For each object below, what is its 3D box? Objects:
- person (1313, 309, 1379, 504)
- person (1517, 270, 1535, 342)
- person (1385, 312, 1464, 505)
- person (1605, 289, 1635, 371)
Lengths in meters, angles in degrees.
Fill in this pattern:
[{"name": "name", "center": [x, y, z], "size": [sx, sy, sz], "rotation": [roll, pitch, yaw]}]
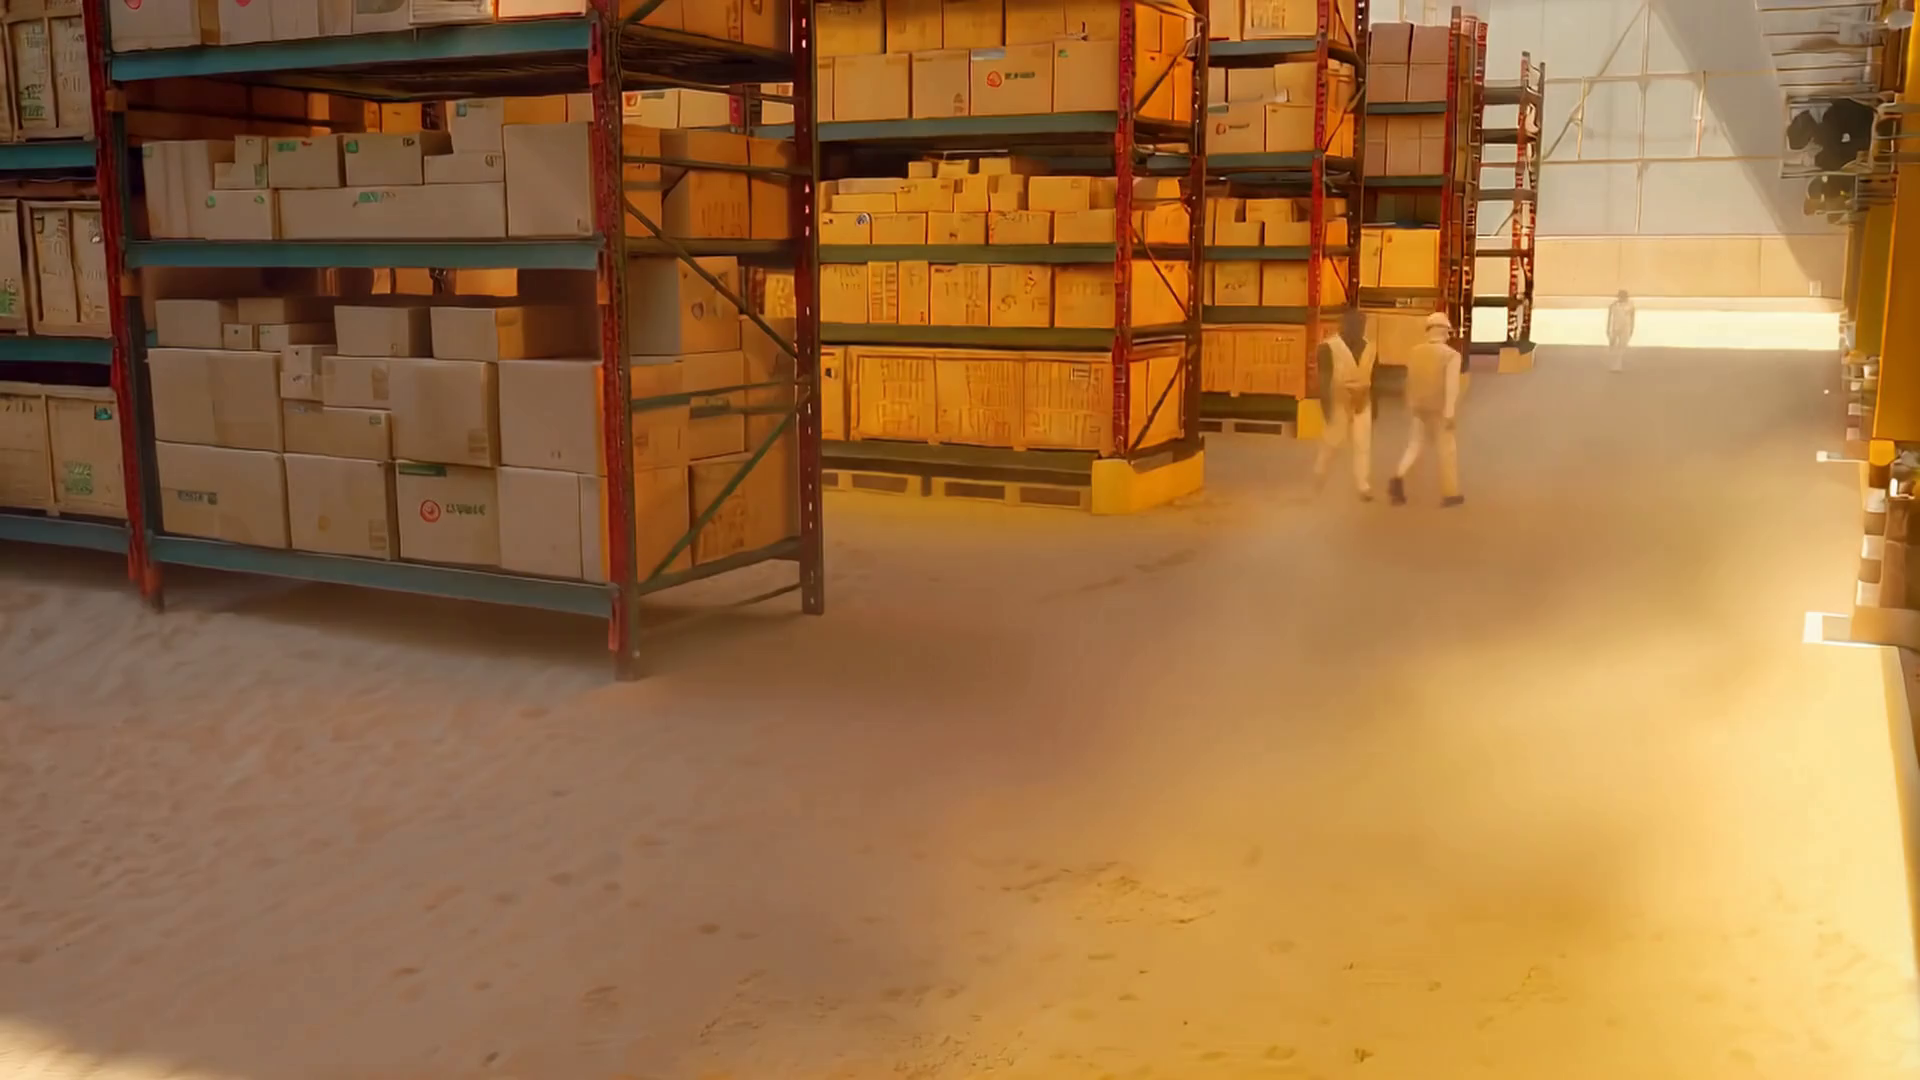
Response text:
[{"name": "person", "center": [3.632, -1.267, 15.672], "size": [0.666, 1.816, 0.717], "rotation": [-3, 10, -14]}, {"name": "person", "center": [12.620, -5.026, 37.055], "size": [0.349, 1.940, 0.551], "rotation": [0, 10, 0]}, {"name": "person", "center": [4.311, -1.200, 15.333], "size": [0.758, 1.797, 0.601], "rotation": [-8, 13, -39]}, {"name": "person", "center": [13.037, -4.145, 32.852], "size": [0.548, 1.621, 0.368], "rotation": [6, 12, 32]}]
